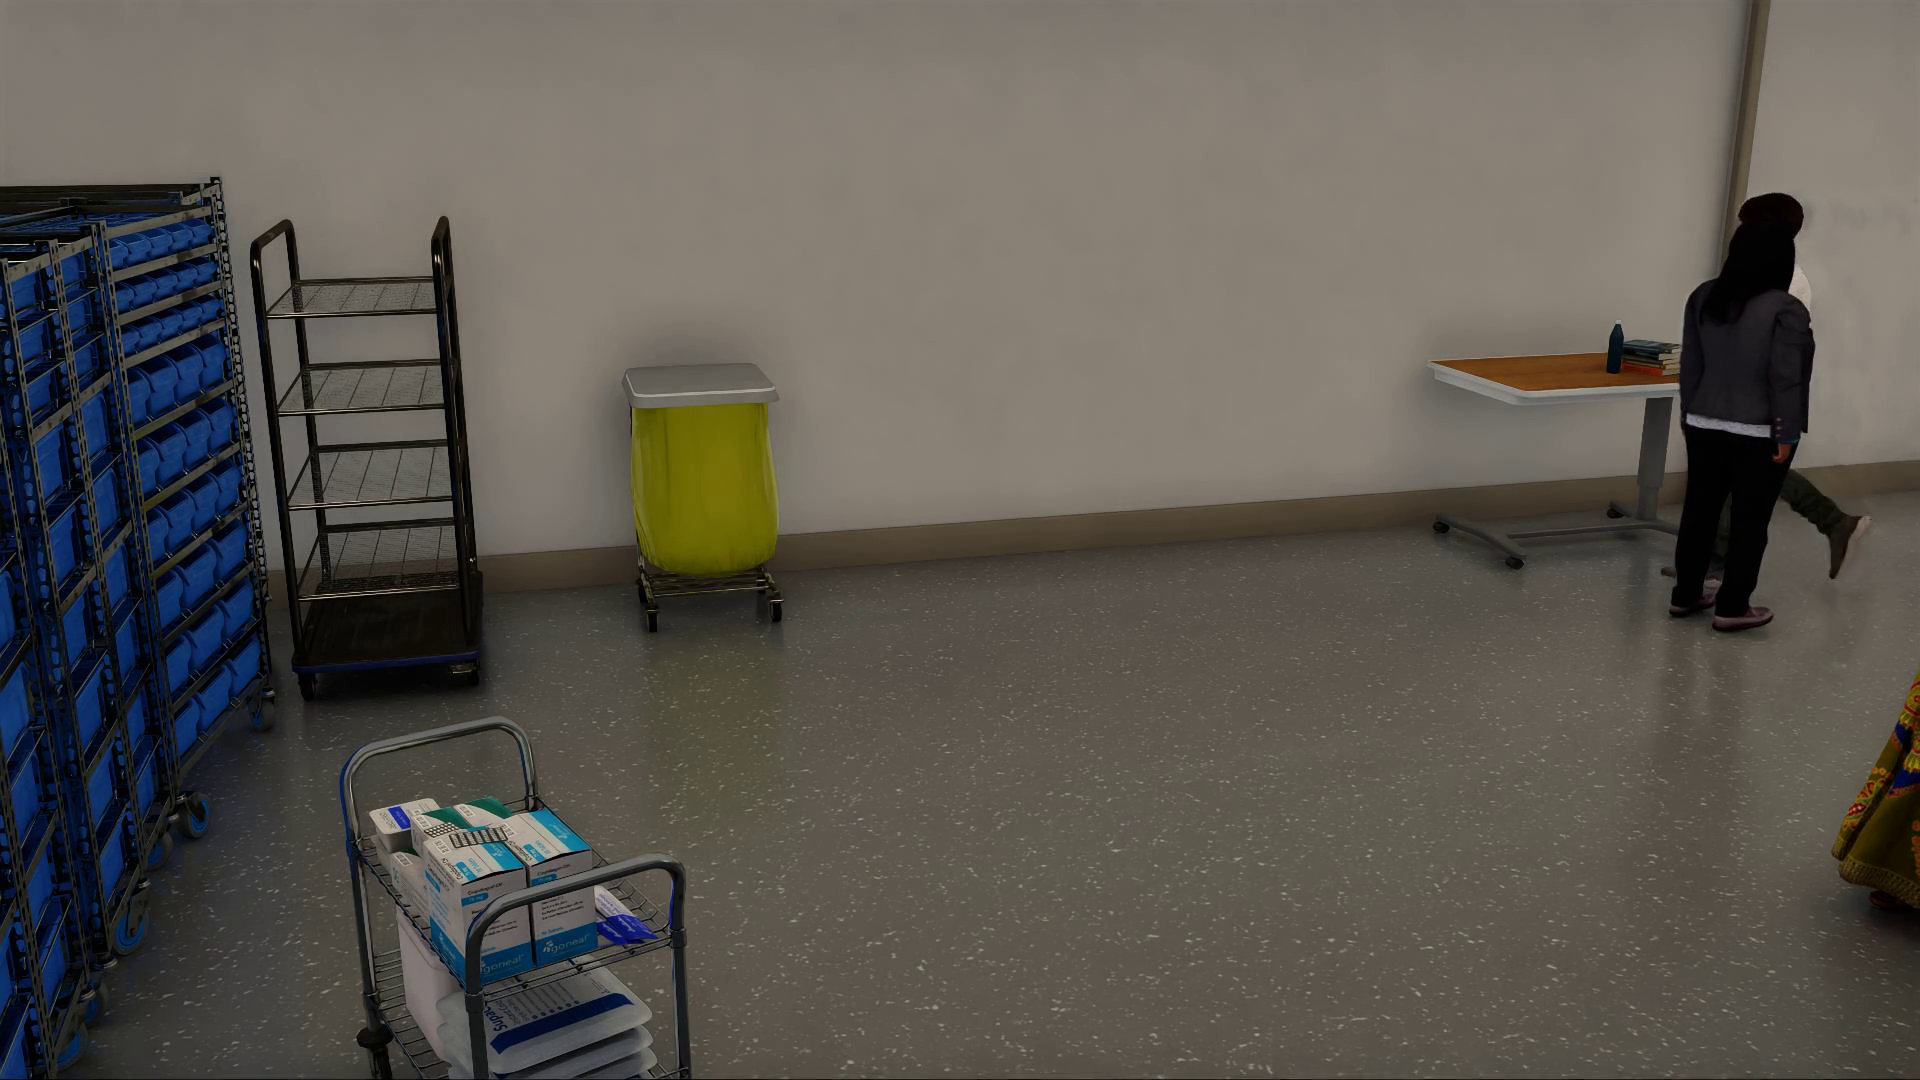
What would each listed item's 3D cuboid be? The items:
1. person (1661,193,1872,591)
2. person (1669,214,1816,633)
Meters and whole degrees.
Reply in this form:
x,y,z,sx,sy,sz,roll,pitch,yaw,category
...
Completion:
x,y,z,sx,sy,sz,roll,pitch,yaw,category
3.383,-0.567,6.781,1.117,1.628,0.949,4,16,13,person
3.000,-0.446,6.406,0.734,1.599,0.734,-9,18,-28,person
